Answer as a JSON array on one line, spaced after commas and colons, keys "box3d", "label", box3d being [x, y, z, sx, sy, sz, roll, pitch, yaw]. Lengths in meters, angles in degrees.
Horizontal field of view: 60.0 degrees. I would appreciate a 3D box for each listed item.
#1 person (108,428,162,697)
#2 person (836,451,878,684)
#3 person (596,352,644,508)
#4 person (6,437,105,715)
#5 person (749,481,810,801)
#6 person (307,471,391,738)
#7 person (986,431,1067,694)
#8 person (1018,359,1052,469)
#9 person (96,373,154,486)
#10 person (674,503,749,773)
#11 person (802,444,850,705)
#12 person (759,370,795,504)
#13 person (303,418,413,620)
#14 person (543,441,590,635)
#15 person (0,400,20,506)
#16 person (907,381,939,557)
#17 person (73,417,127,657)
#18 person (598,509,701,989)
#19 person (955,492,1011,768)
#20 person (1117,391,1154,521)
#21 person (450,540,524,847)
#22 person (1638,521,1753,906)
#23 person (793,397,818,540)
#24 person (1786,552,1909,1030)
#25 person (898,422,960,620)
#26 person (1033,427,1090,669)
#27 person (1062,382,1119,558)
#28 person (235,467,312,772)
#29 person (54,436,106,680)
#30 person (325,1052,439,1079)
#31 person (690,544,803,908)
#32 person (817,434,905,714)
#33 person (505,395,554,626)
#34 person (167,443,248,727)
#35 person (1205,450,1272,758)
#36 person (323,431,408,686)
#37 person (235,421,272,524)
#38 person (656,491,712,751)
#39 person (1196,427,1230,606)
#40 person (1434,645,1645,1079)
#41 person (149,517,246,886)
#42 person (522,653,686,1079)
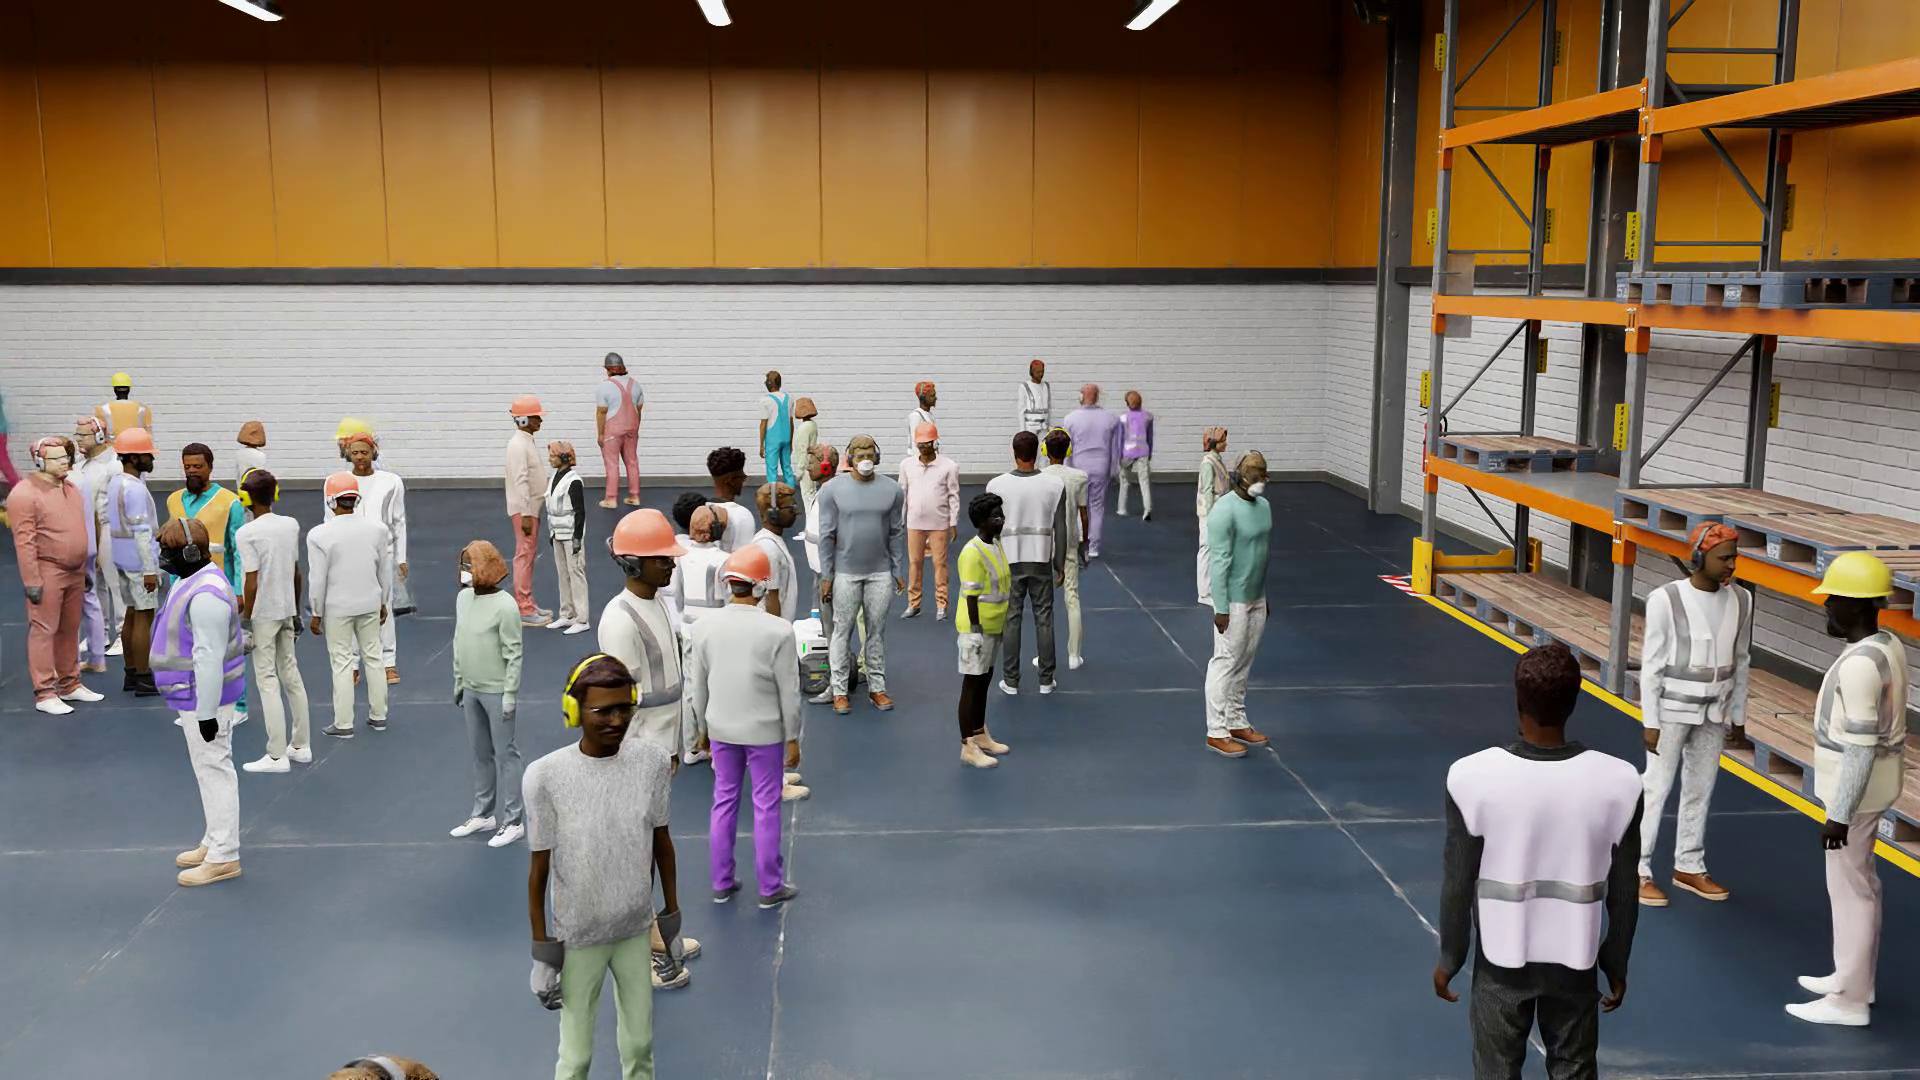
[{"box3d": [-5.902, 0.157, 11.997, 0.363, 1.935, 0.553, -8, 12, -41], "label": "person"}, {"box3d": [-0.750, 0.192, 12.347, 0.326, 1.752, 0.561, -1, 9, -4], "label": "person"}, {"box3d": [-4.495, -1.451, 21.768, 0.535, 2.000, 0.683, 8, 12, 42], "label": "person"}, {"box3d": [-6.269, 0.239, 11.573, 0.404, 1.911, 0.636, 1, 9, 6], "label": "person"}, {"box3d": [-1.073, 0.578, 9.636, 0.346, 1.847, 0.506, -2, 9, -11], "label": "person"}, {"box3d": [-4.016, 0.418, 10.930, 0.330, 1.751, 0.564, 8, 12, 40], "label": "person"}, {"box3d": [0.479, 0.169, 11.997, 0.589, 1.915, 0.393, 0, 9, -2], "label": "person"}, {"box3d": [1.041, -1.540, 22.848, 0.583, 1.879, 0.365, -8, 12, -40], "label": "person"}, {"box3d": [-9.571, -0.959, 19.093, 0.585, 1.915, 0.397, -6, 11, -35], "label": "person"}, {"box3d": [-1.533, 0.597, 10.170, 0.522, 1.638, 0.310, 7, 12, 38], "label": "person"}, {"box3d": [-0.919, 0.236, 11.788, 0.388, 1.846, 0.565, -2, 9, -11], "label": "person"}, {"box3d": [-2.299, -1.207, 20.895, 0.502, 1.837, 0.349, -8, 12, -42], "label": "person"}, {"box3d": [-5.237, -0.160, 14.446, 0.909, 1.784, 0.604, -5, 10, -29], "label": "person"}, {"box3d": [-3.327, -0.023, 14.063, 0.310, 1.638, 0.523, -7, 11, -38], "label": "person"}, {"box3d": [-12.634, -1.380, 21.612, 0.637, 1.939, 0.859, 6, 11, 31], "label": "person"}, {"box3d": [-0.390, -0.771, 17.995, 0.357, 1.883, 0.573, 2, 9, 13], "label": "person"}, {"box3d": [-6.871, -0.029, 13.262, 0.643, 1.909, 0.410, 4, 10, 23], "label": "person"}, {"box3d": [-1.327, 0.879, 7.134, 0.373, 2.044, 0.608, 0, 9, 1], "label": "person"}, {"box3d": [0.147, 0.544, 10.314, 0.322, 1.697, 0.530, 3, 10, 19], "label": "person"}, {"box3d": [2.184, -1.053, 20.635, 0.512, 1.601, 0.818, -1, 9, -9], "label": "person"}, {"box3d": [-2.522, 0.808, 8.859, 0.497, 1.633, 0.285, 7, 11, 36], "label": "person"}, {"box3d": [3.511, 0.835, 7.970, 0.591, 1.872, 0.369, -2, 9, -15], "label": "person"}, {"box3d": [-1.762, -0.818, 19.067, 0.285, 1.633, 0.500, 1, 9, 9], "label": "person"}, {"box3d": [3.583, 1.003, 6.719, 0.382, 1.924, 0.594, 7, 11, 36], "label": "person"}, {"box3d": [-0.289, -0.167, 14.605, 0.572, 1.750, 0.331, 2, 9, 14], "label": "person"}, {"box3d": [0.741, 0.067, 12.771, 0.521, 1.874, 0.328, -1, 9, -3], "label": "person"}, {"box3d": [1.380, -0.733, 17.737, 0.658, 1.896, 0.459, -2, 9, -12], "label": "person"}, {"box3d": [-4.215, 0.488, 10.144, 0.311, 1.865, 0.533, 3, 9, 17], "label": "person"}, {"box3d": [-6.659, 0.135, 12.472, 0.359, 1.835, 0.515, 3, 9, 17], "label": "person"}, {"box3d": [-0.926, 1.713, 2.567, 0.426, 1.824, 0.552, -8, 12, -40], "label": "person"}, {"box3d": [-1.006, 0.887, 7.993, 0.572, 1.747, 0.344, 3, 10, 20], "label": "person"}, {"box3d": [-0.674, 0.230, 11.530, 0.627, 1.941, 0.371, -3, 10, -20], "label": "person"}, {"box3d": [-3.738, -0.258, 14.419, 0.378, 1.996, 0.611, -2, 9, -10], "label": "person"}, {"box3d": [-5.029, 0.301, 11.139, 0.600, 1.920, 0.377, 3, 9, 17], "label": "person"}, {"box3d": [1.777, 0.390, 10.544, 0.352, 1.933, 0.634, 7, 11, 37], "label": "person"}, {"box3d": [-4.376, 0.141, 12.268, 0.574, 1.883, 0.355, -3, 10, -19], "label": "person"}, {"box3d": [-6.781, -0.333, 16.019, 0.501, 1.633, 0.285, 8, 12, 41], "label": "person"}, {"box3d": [-1.710, 0.538, 10.411, 0.538, 1.690, 0.333, 4, 10, 23], "label": "person"}, {"box3d": [2.322, -0.220, 15.295, 0.307, 1.641, 0.512, 3, 9, 16], "label": "person"}, {"box3d": [1.755, 1.268, 5.080, 0.587, 1.920, 0.392, 1, 9, 6], "label": "person"}, {"box3d": [-3.810, 0.793, 8.340, 0.429, 1.837, 0.625, -5, 10, -29], "label": "person"}, {"box3d": [-1.120, 1.265, 5.289, 0.510, 1.863, 0.326, -6, 11, -34], "label": "person"}]
